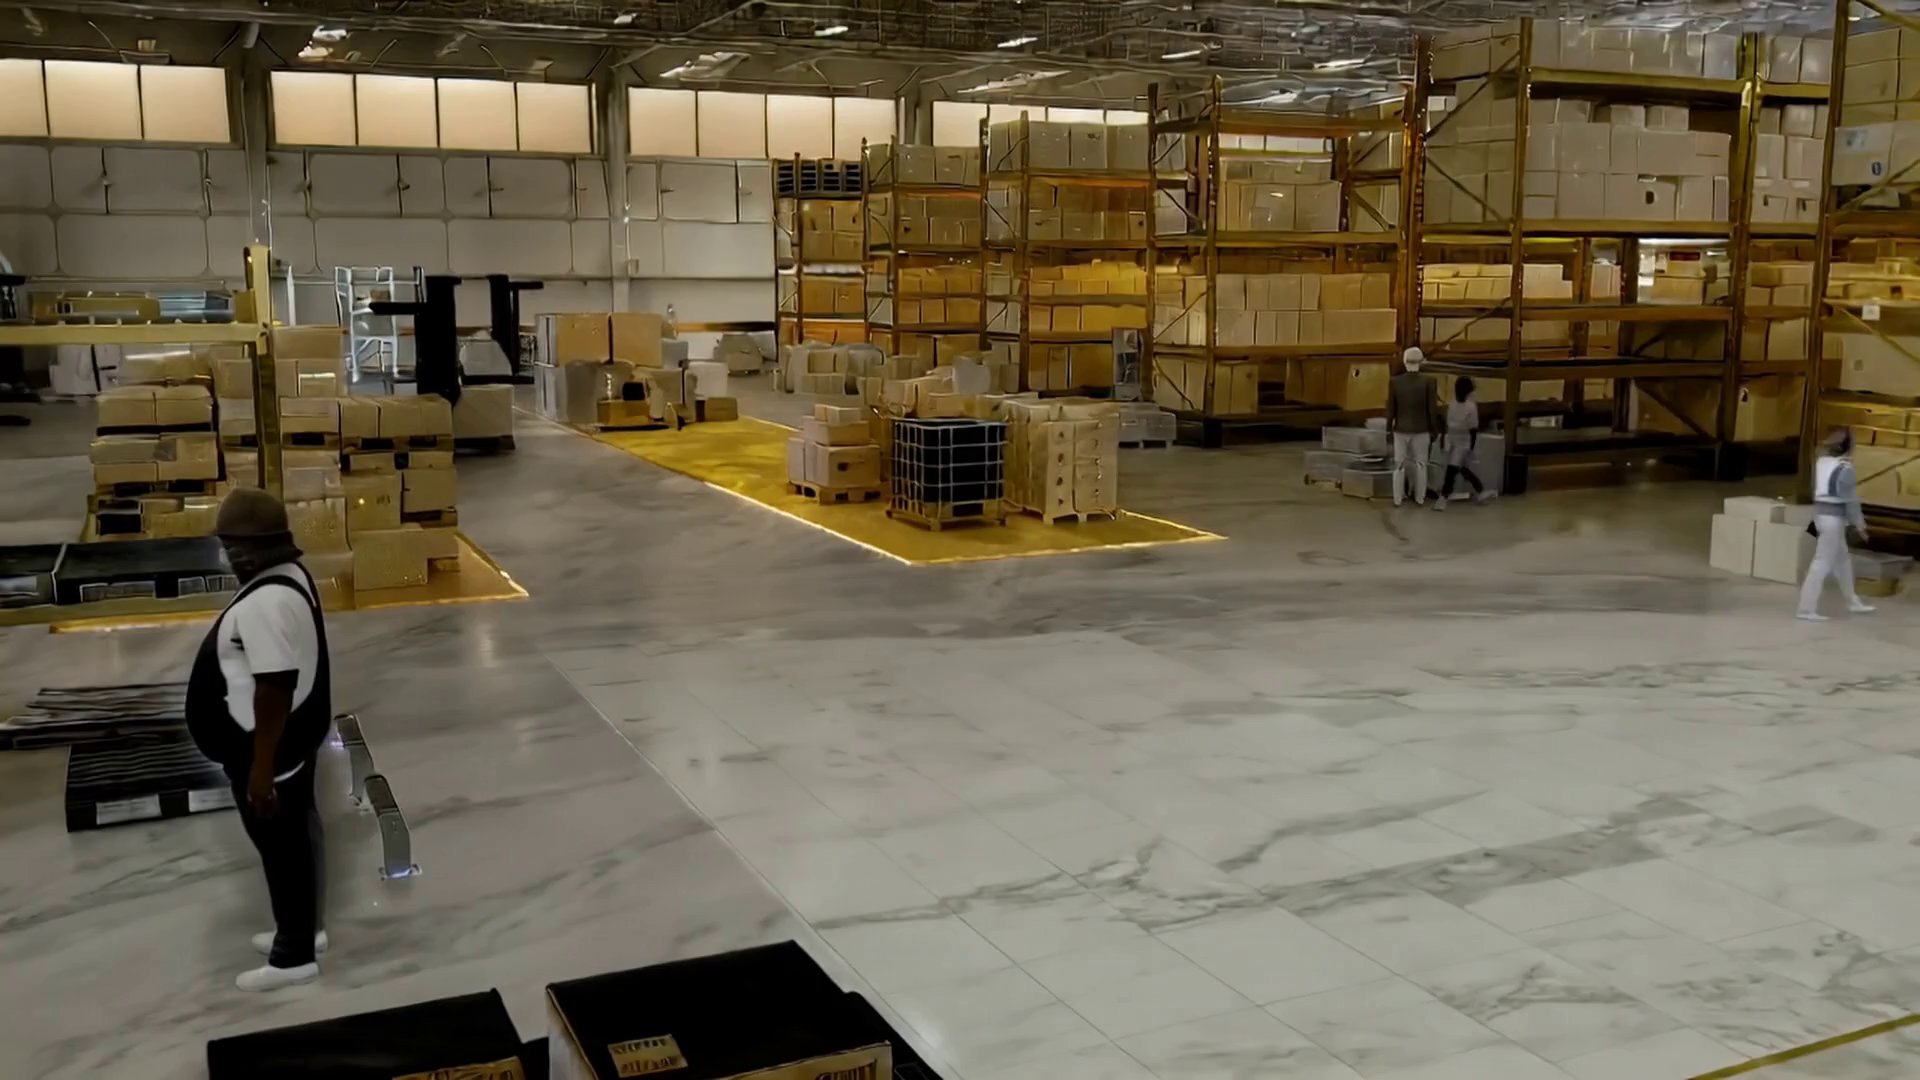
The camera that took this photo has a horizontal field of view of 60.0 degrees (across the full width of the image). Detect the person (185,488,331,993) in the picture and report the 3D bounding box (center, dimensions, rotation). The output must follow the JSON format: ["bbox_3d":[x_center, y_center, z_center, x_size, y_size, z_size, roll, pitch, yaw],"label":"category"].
[{"bbox_3d":[-2.839,0.795,6.750,0.536,2.000,0.688,-2,9,-13],"label":"person"}]

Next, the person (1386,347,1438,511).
[{"bbox_3d":[5.454,-1.334,20.102,0.609,1.995,0.375,1,9,7],"label":"person"}]

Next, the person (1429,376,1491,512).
[{"bbox_3d":[6.106,-1.165,20.074,0.791,1.663,0.536,-2,9,-13],"label":"person"}]

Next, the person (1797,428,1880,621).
[{"bbox_3d":[7.340,-0.117,13.758,0.777,1.609,0.528,1,9,4],"label":"person"}]

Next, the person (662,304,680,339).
[{"bbox_3d":[-8.630,-6.072,49.678,0.542,1.938,0.357,-1,9,-6],"label":"person"}]

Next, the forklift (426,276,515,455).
[{"bbox_3d":[-8.069,-2.737,26.069,1.873,2.768,1.129,-4,10,-25],"label":"forklift"}]

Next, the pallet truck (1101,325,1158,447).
[{"bbox_3d":[2.881,-2.596,27.923,0.823,1.965,1.885,-1,9,-7],"label":"pallet truck"}]

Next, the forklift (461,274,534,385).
[{"bbox_3d":[-11.676,-5.344,42.246,1.873,2.768,1.129,-4,10,-25],"label":"forklift"}]

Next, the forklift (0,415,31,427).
[{"bbox_3d":[-18.345,-3.466,30.590,1.873,2.768,1.129,-6,11,-34],"label":"forklift"}]
